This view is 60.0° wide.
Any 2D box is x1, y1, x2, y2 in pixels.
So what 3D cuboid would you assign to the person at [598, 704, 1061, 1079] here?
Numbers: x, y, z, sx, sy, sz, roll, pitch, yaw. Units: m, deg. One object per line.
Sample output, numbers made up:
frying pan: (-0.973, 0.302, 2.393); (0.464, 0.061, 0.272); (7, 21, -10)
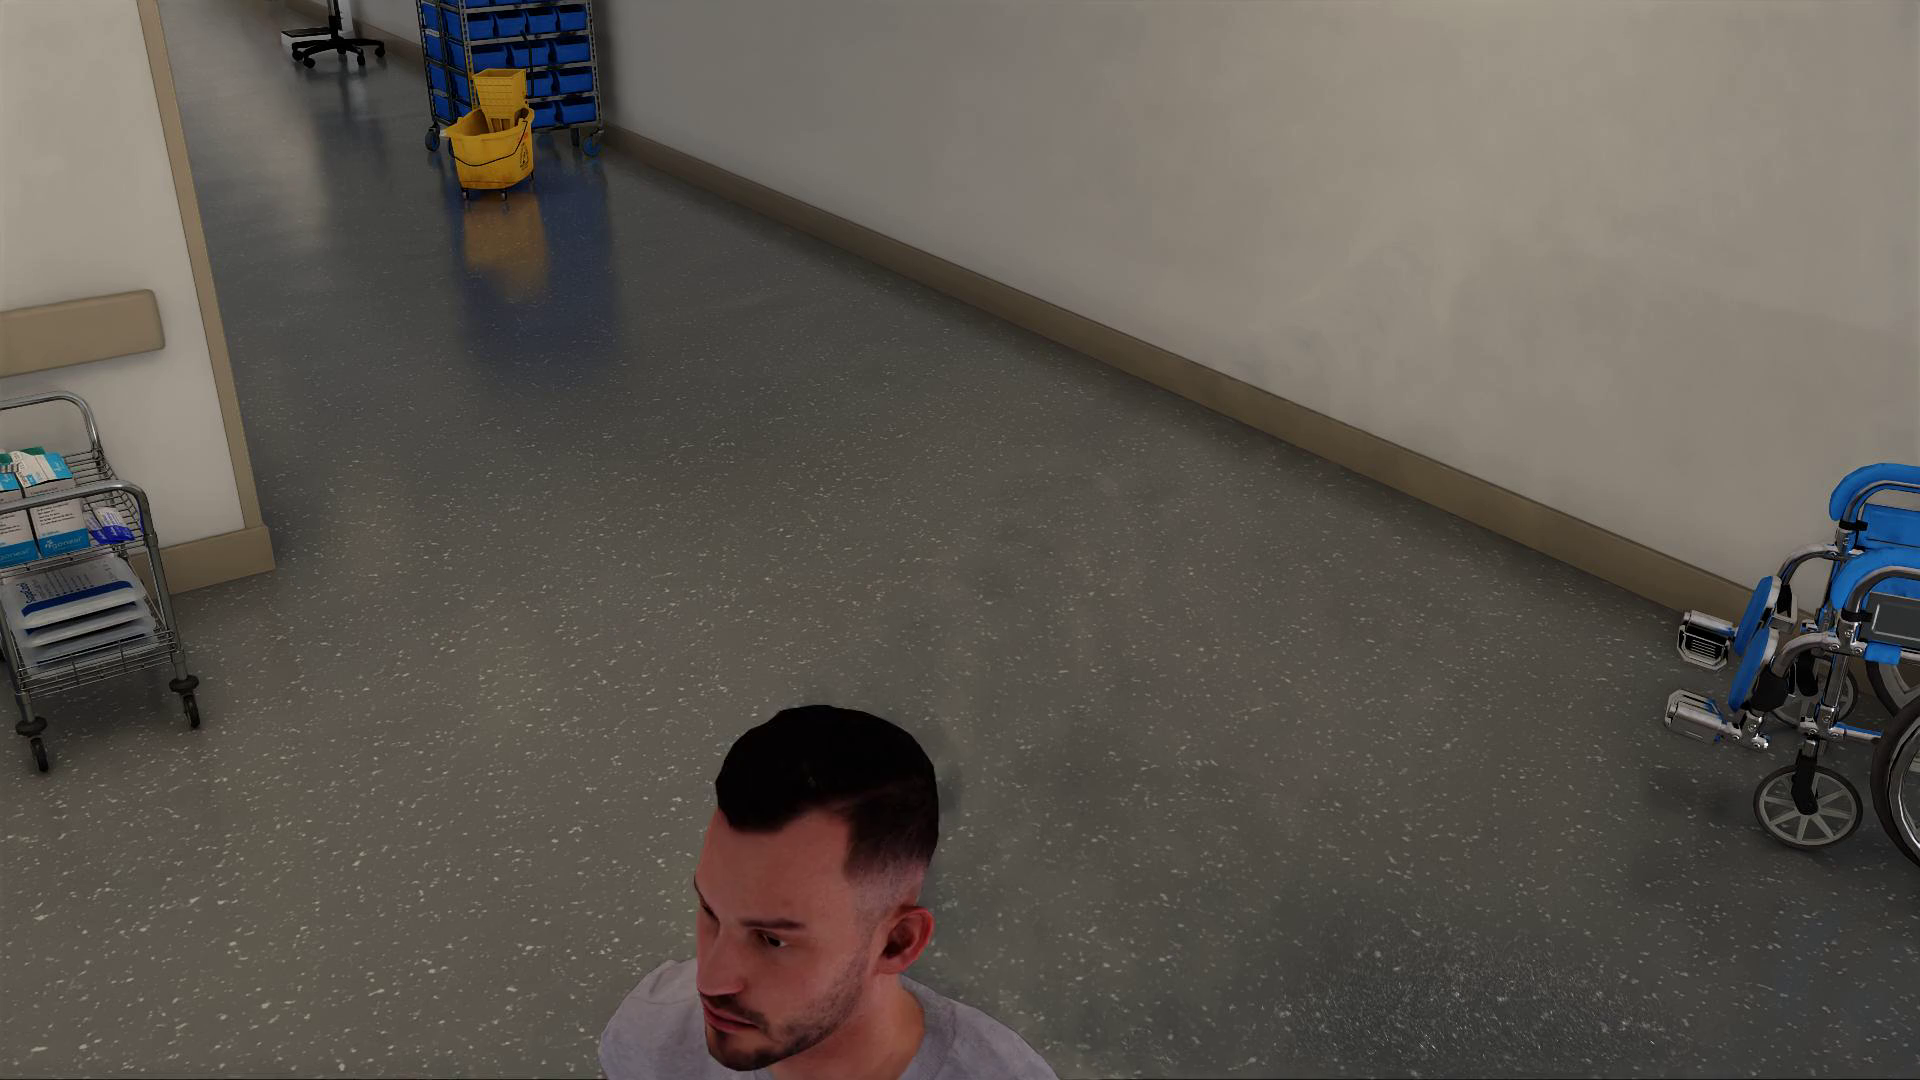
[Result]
person: (-0.060, 0.931, 1.696); (0.777, 1.831, 0.780); (12, 28, 23)
